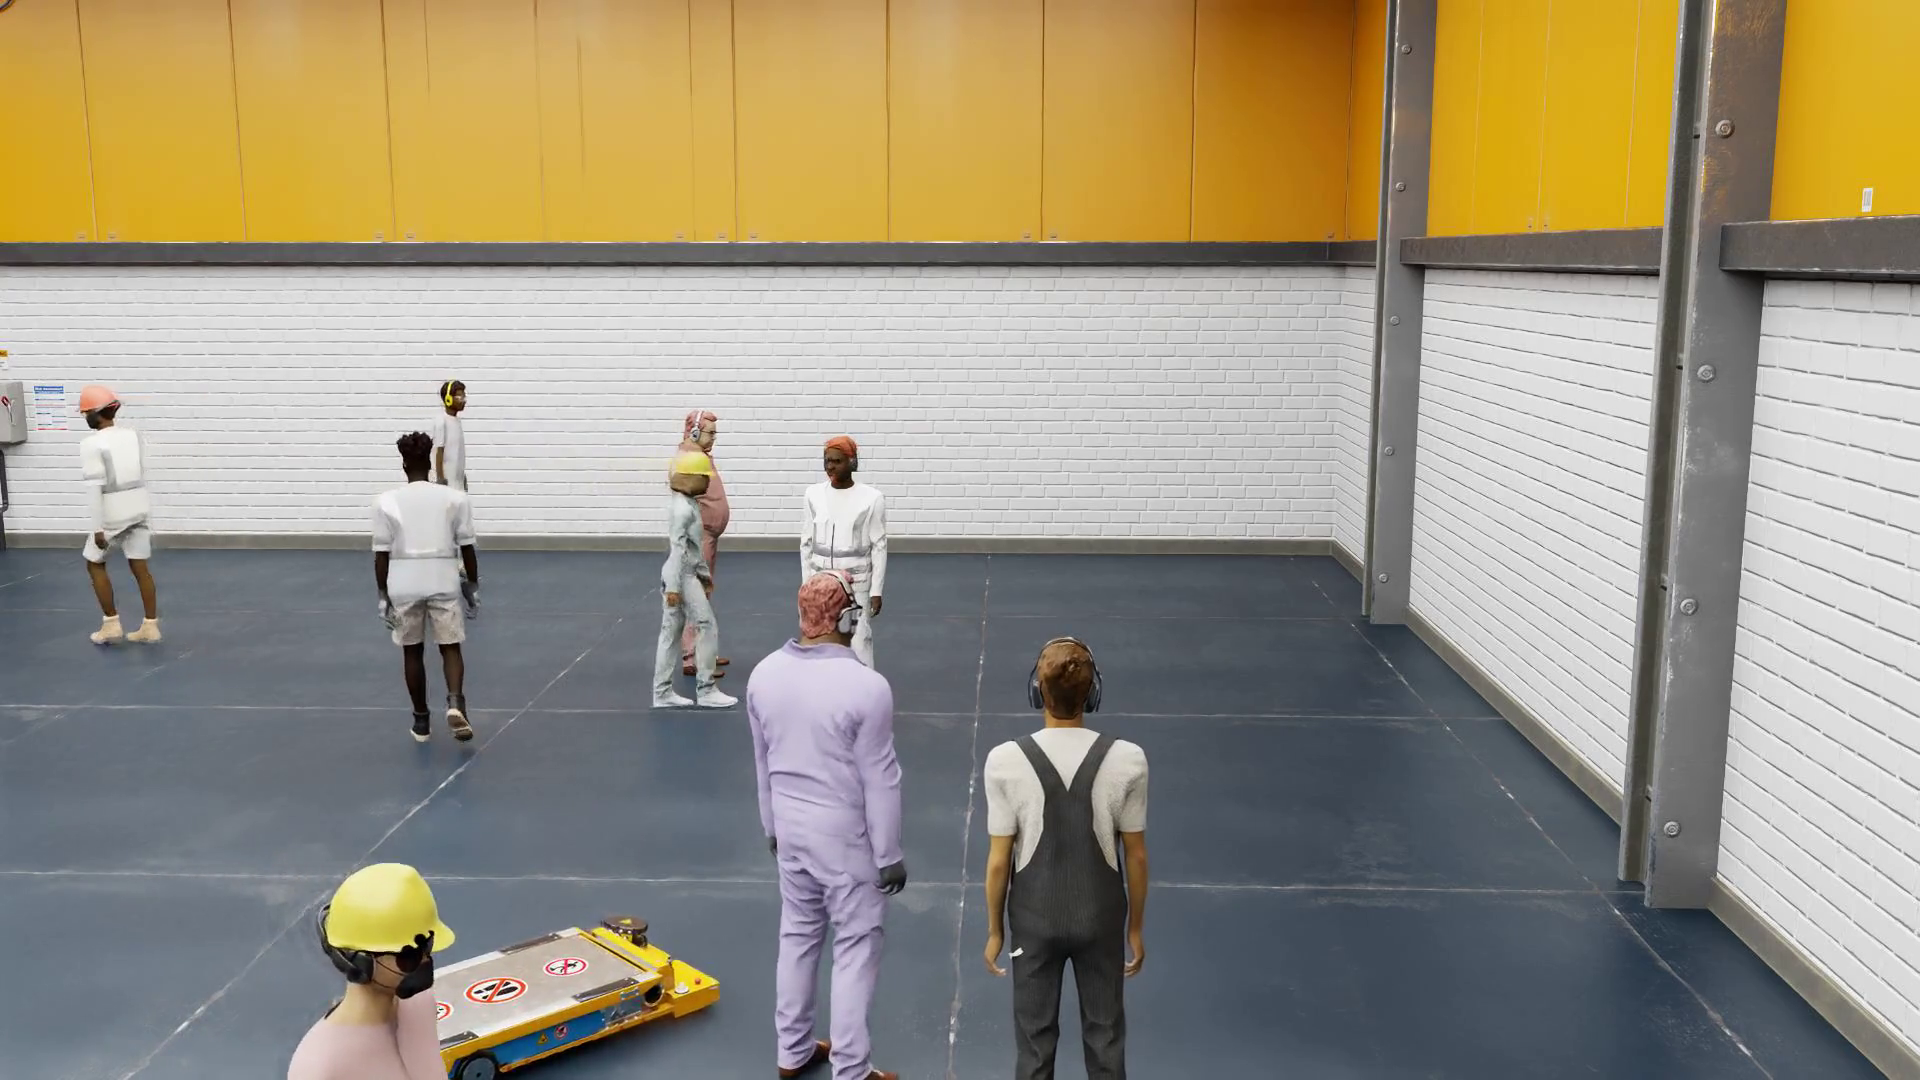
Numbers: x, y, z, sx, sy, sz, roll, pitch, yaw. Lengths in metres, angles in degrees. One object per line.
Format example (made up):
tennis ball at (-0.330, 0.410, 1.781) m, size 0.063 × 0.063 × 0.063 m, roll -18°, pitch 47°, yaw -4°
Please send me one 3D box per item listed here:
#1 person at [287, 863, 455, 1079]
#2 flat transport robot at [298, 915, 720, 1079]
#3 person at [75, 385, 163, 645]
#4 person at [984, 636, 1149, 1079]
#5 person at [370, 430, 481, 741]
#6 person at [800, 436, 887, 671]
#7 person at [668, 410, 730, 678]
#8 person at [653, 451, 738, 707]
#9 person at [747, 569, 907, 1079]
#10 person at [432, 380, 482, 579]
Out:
person at (-1.247, 1.533, 3.599) m, size 0.872 × 1.726 × 0.531 m, roll 3°, pitch 10°, yaw 17°
flat transport robot at (-1.699, 1.785, 6.365) m, size 1.431 × 0.197 × 0.652 m, roll -9°, pitch 13°, yaw -42°
person at (-6.499, -0.179, 12.767) m, size 0.664 × 2.016 × 0.642 m, roll 4°, pitch 10°, yaw 20°
person at (0.327, 1.205, 5.156) m, size 0.505 × 1.847 × 0.347 m, roll 0°, pitch 10°, yaw 1°
person at (-3.250, 0.311, 10.159) m, size 0.617 × 1.935 × 0.704 m, roll -4°, pitch 11°, yaw -24°
person at (-0.738, 0.288, 10.417) m, size 0.575 × 1.883 × 0.355 m, roll 4°, pitch 10°, yaw 20°
person at (-1.855, 0.018, 11.930) m, size 0.409 × 1.908 × 0.639 m, roll 0°, pitch 10°, yaw 0°
person at (-1.745, 0.268, 11.005) m, size 0.684 × 1.711 × 0.498 m, roll -2°, pitch 10°, yaw -12°
person at (-0.450, 1.048, 5.933) m, size 0.647 × 1.901 × 0.402 m, roll 8°, pitch 12°, yaw 39°
person at (-4.672, -0.538, 15.306) m, size 0.439 × 1.858 × 0.523 m, roll 1°, pitch 10°, yaw 3°
